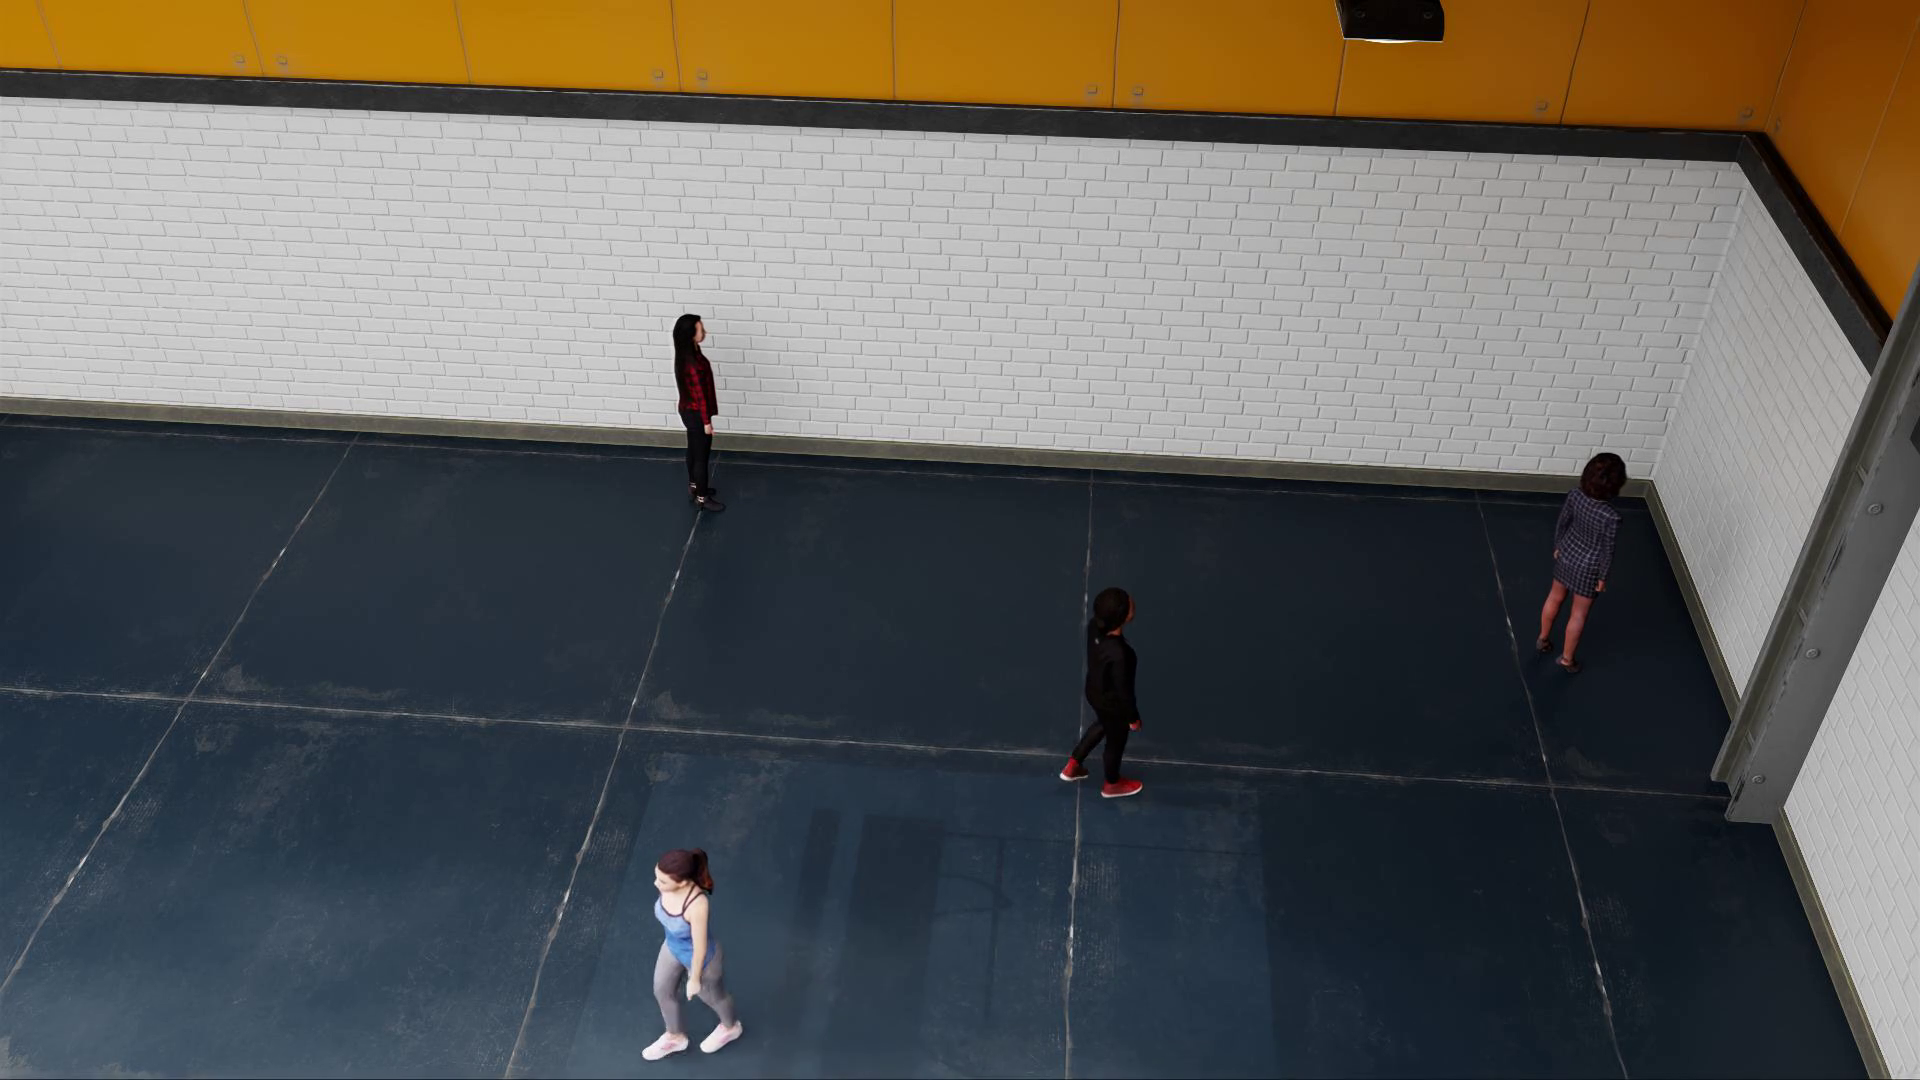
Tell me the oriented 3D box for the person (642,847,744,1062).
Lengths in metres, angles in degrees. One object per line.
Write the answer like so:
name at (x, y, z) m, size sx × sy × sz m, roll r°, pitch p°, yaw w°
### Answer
person at (-1.324, 2.107, 8.623) m, size 0.889 × 1.593 × 0.835 m, roll -26°, pitch 45°, yaw -29°

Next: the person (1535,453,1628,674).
person at (4.092, 0.166, 10.970) m, size 0.756 × 1.696 × 0.662 m, roll -19°, pitch 42°, yaw -22°

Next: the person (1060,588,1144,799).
person at (0.851, 0.964, 9.994) m, size 0.821 × 1.668 × 0.794 m, roll -11°, pitch 40°, yaw -14°

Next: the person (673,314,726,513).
person at (-1.976, -0.949, 12.400) m, size 0.723 × 1.656 × 0.600 m, roll -14°, pitch 41°, yaw -17°
